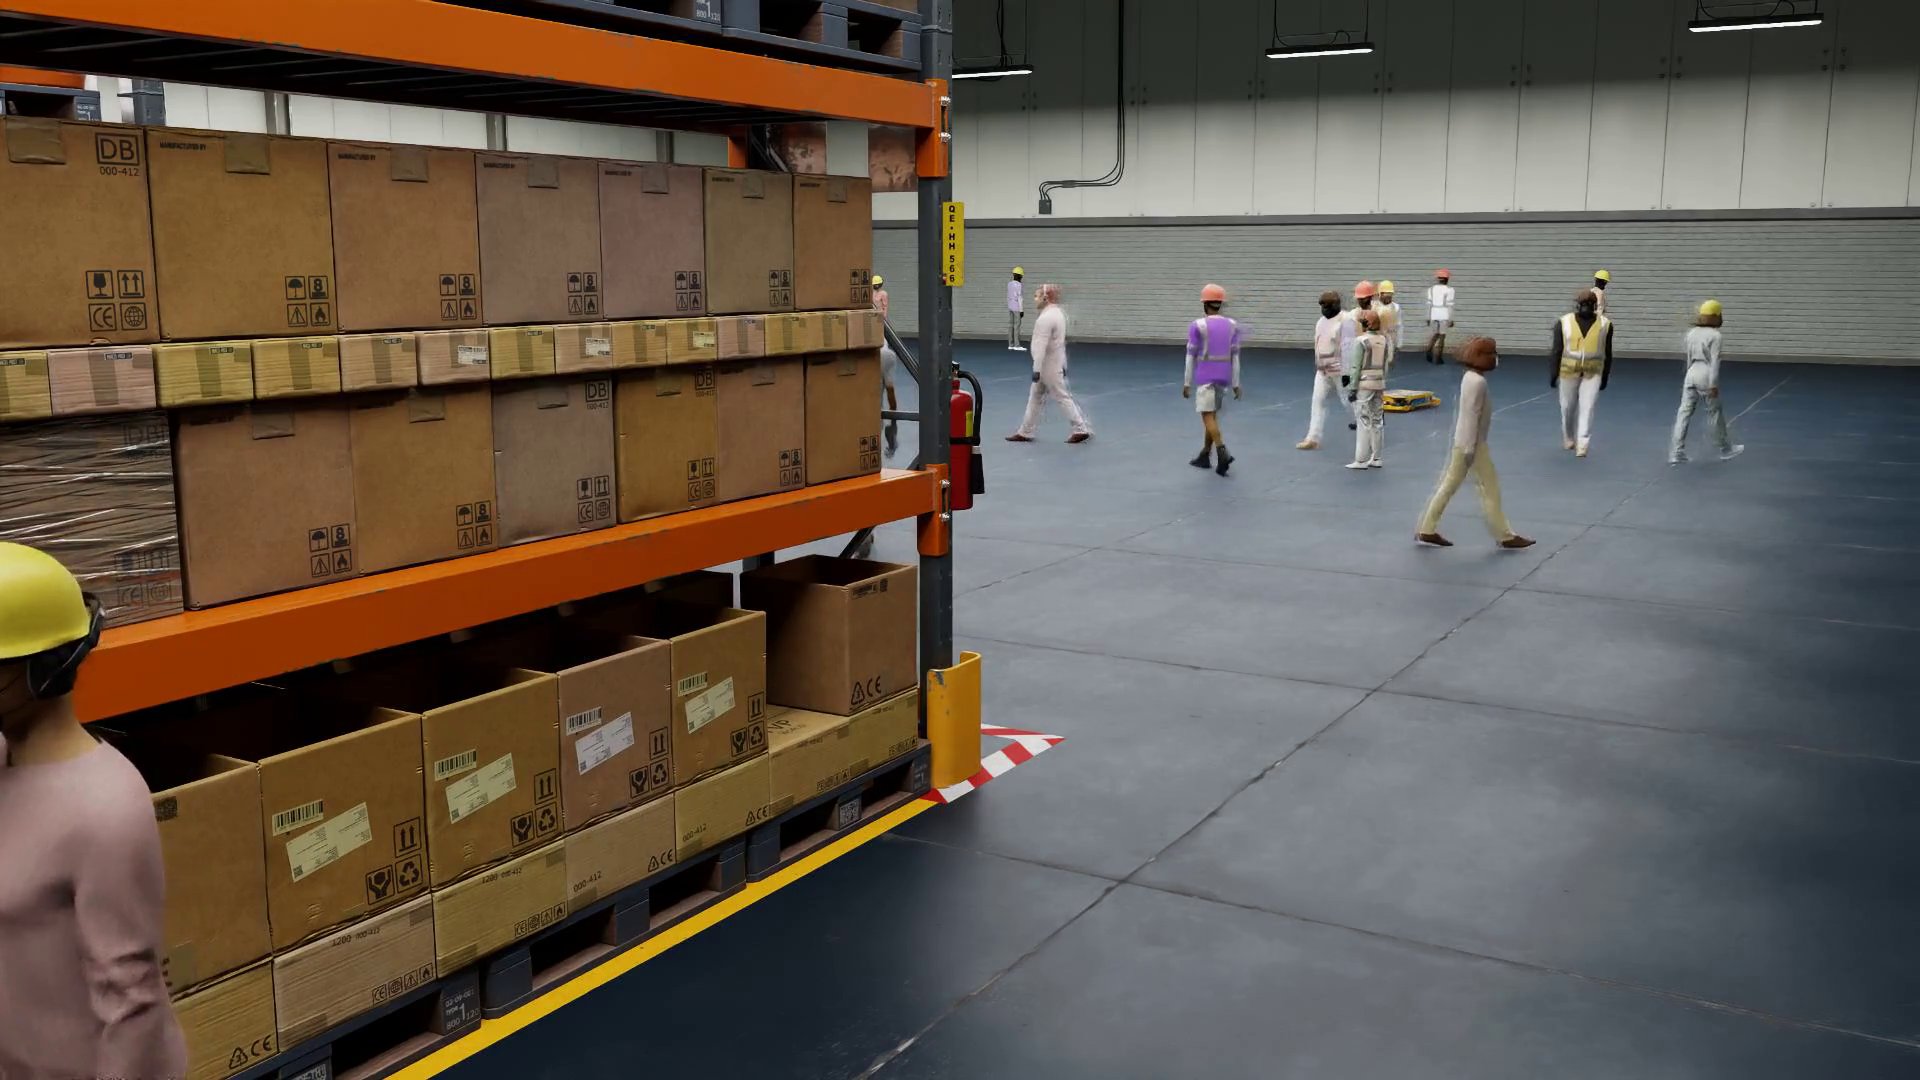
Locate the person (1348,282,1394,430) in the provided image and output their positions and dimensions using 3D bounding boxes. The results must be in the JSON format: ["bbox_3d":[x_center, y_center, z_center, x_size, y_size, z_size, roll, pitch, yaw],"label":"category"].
[{"bbox_3d":[5.169,-2.326,21.019,0.563,1.863,0.960,9,13,44],"label":"person"}]

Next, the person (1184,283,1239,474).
[{"bbox_3d":[2.577,-1.628,16.784,0.561,1.912,0.907,-4,10,-21],"label":"person"}]

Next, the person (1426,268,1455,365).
[{"bbox_3d":[9.661,-4.479,33.390,0.419,1.922,0.554,-9,13,-43],"label":"person"}]

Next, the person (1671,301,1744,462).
[{"bbox_3d":[7.936,-1.676,17.621,0.873,1.693,0.508,-4,10,-21],"label":"person"}]

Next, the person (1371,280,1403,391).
[{"bbox_3d":[6.233,-2.905,24.490,0.622,1.816,0.433,-3,10,-15],"label":"person"}]

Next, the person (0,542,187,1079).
[{"bbox_3d":[-1.405,0.866,2.605,0.532,1.759,0.342,8,13,40],"label":"person"}]

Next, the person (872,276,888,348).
[{"bbox_3d":[-1.721,-4.688,35.119,0.327,1.760,0.523,-7,12,-36],"label":"person"}]

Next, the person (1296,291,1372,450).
[{"bbox_3d":[4.286,-1.915,18.778,0.946,1.801,0.650,-4,11,-24],"label":"person"}]

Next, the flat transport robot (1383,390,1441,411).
[{"bbox_3d":[6.283,-2.003,23.742,0.652,0.197,1.431,7,12,36],"label":"flat transport robot"}]

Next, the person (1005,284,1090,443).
[{"bbox_3d":[1.058,-2.040,19.351,1.004,1.859,0.650,2,10,11],"label":"person"}]

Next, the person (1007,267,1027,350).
[{"bbox_3d":[1.308,-5.342,38.477,0.377,1.918,0.585,-5,11,-27],"label":"person"}]

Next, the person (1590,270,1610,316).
[{"bbox_3d":[11.628,-3.959,30.375,0.381,1.918,0.585,1,10,4],"label":"person"}]

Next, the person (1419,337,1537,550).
[{"bbox_3d":[3.838,-0.712,12.324,0.847,1.582,0.515,2,10,9],"label":"person"}]

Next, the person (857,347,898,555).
[{"bbox_3d":[-0.721,-0.824,12.264,0.522,1.844,0.802,-2,10,-13],"label":"person"}]

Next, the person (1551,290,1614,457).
[{"bbox_3d":[6.842,-1.846,18.327,0.628,1.819,0.849,4,10,20],"label":"person"}]

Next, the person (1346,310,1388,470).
[{"bbox_3d":[4.183,-1.537,17.035,0.514,1.634,0.312,-8,13,-40],"label":"person"}]
